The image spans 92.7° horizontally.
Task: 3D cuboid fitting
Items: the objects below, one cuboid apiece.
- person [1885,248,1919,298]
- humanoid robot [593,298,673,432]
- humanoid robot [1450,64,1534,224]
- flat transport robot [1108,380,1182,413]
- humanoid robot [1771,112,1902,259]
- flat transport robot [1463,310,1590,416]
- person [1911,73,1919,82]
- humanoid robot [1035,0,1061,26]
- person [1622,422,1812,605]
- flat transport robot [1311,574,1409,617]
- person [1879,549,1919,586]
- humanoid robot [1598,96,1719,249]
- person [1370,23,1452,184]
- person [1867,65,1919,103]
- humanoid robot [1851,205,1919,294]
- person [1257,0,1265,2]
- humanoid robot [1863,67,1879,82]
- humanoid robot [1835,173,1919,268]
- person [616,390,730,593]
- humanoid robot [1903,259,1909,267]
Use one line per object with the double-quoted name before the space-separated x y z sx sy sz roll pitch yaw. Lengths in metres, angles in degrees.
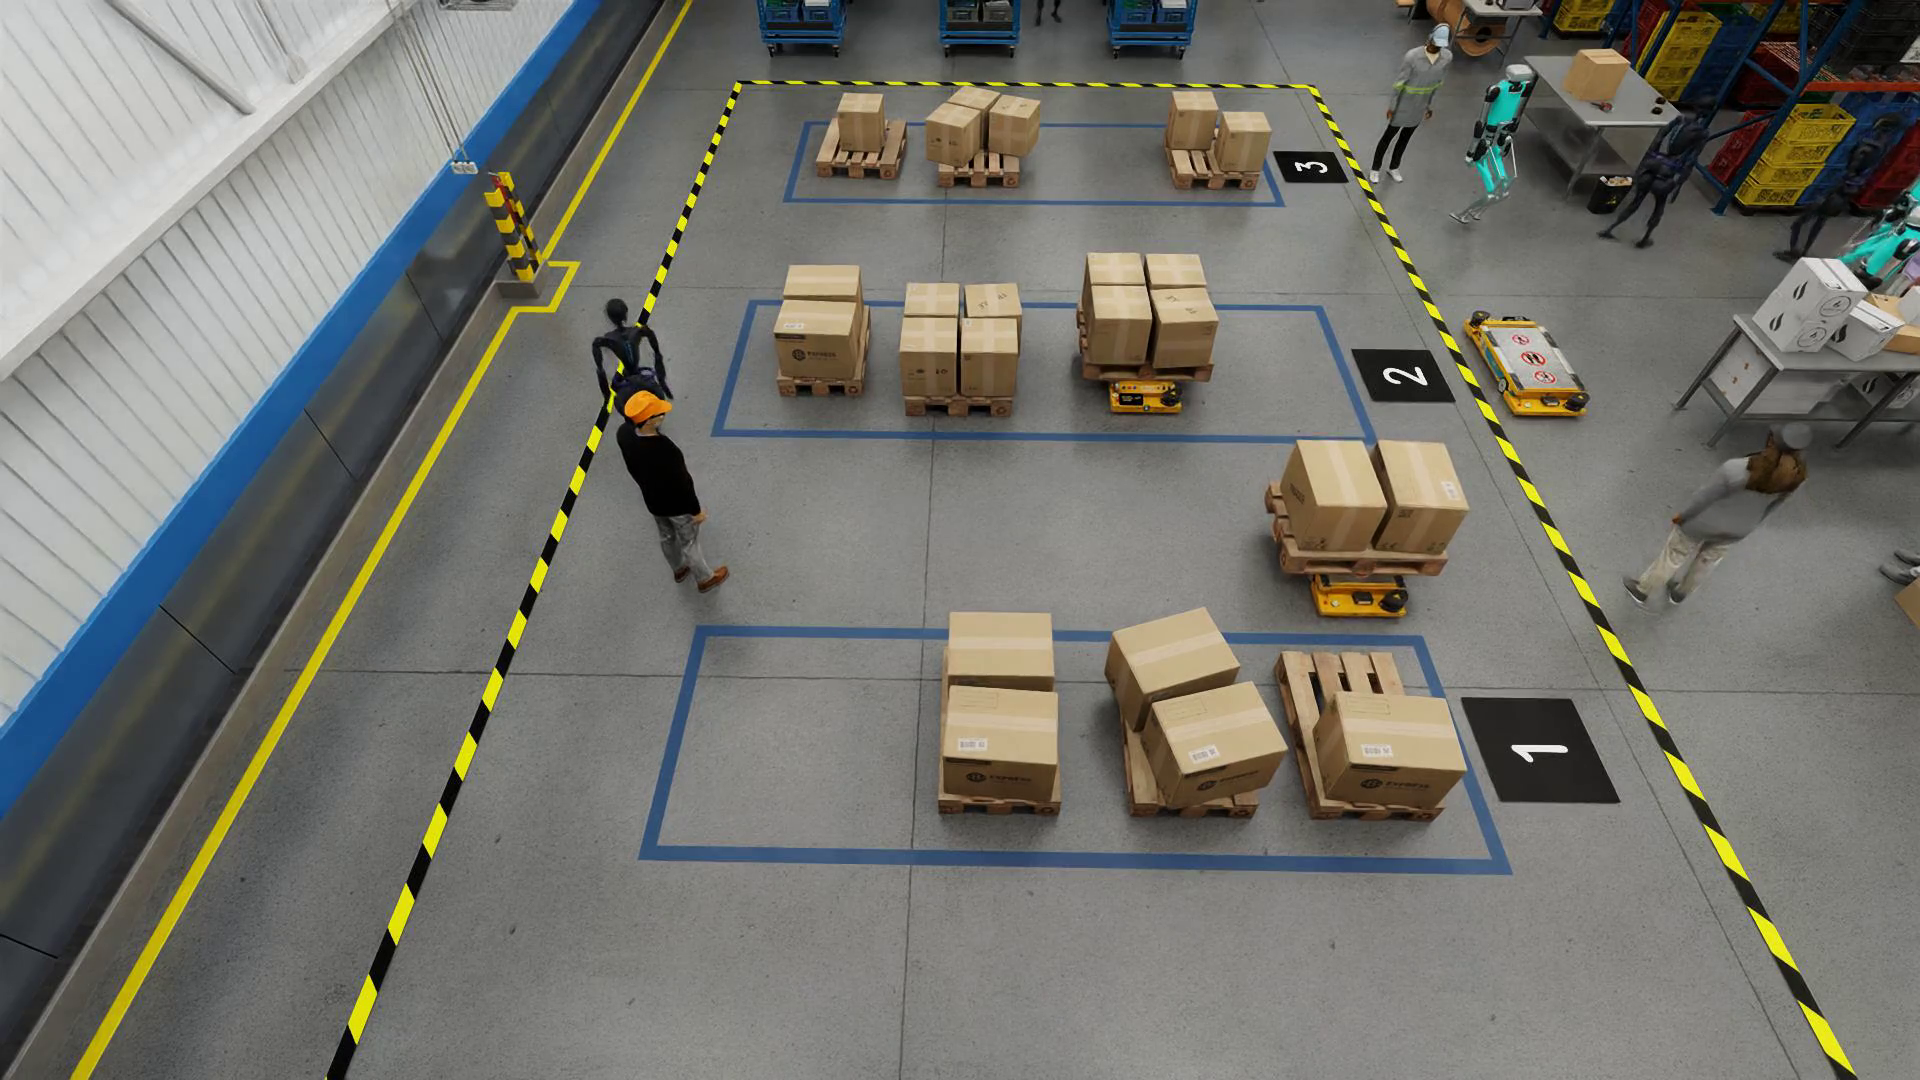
"person" 8.940 -2.516 8.550 0.400 2.036 0.598 26 54 21
"humanoid robot" -2.704 -1.199 7.672 0.619 1.647 0.532 -20 52 -16
"humanoid robot" 6.017 -4.312 10.205 0.533 1.677 0.735 -12 50 -10
"flat transport robot" 1.773 -1.807 9.079 0.652 0.197 1.431 1 49 1
"humanoid robot" 9.466 -3.748 9.845 0.593 1.647 0.365 -31 56 -24
"flat transport robot" 5.573 -1.757 9.054 0.659 0.231 1.431 1 49 1
"person" 14.065 -7.162 12.708 0.584 1.824 0.404 20 52 16
"humanoid robot" 1.432 -9.031 14.423 0.608 1.636 0.390 -10 50 -9
"person" 5.526 -0.152 6.671 0.572 1.769 0.399 5 49 4
"flat transport robot" 3.134 -0.001 7.516 0.652 0.197 1.431 1 49 1
"person" 7.725 -0.351 6.736 0.602 1.939 0.411 -30 55 -23
"humanoid robot" 7.753 -4.050 10.130 0.466 1.646 0.610 -10 50 -9
"person" 5.428 -5.212 11.000 0.587 1.848 0.393 -4 49 -3
"person" 13.097 -6.639 12.274 0.640 1.801 0.863 -11 50 -9
"humanoid robot" 8.120 -2.344 8.559 0.672 1.748 0.540 29 55 23
"person" 5.047 -9.935 15.032 0.634 1.933 0.363 20 52 16
"humanoid robot" 13.236 -7.130 12.767 0.600 1.656 0.402 -9 50 -8
"humanoid robot" 9.247 -3.115 9.283 0.771 1.808 0.551 3 49 2
"person" -2.129 -0.324 6.749 0.585 1.878 0.394 25 54 20
"humanoid robot" 10.832 -3.606 9.729 0.362 1.657 0.583 -21 52 -18
